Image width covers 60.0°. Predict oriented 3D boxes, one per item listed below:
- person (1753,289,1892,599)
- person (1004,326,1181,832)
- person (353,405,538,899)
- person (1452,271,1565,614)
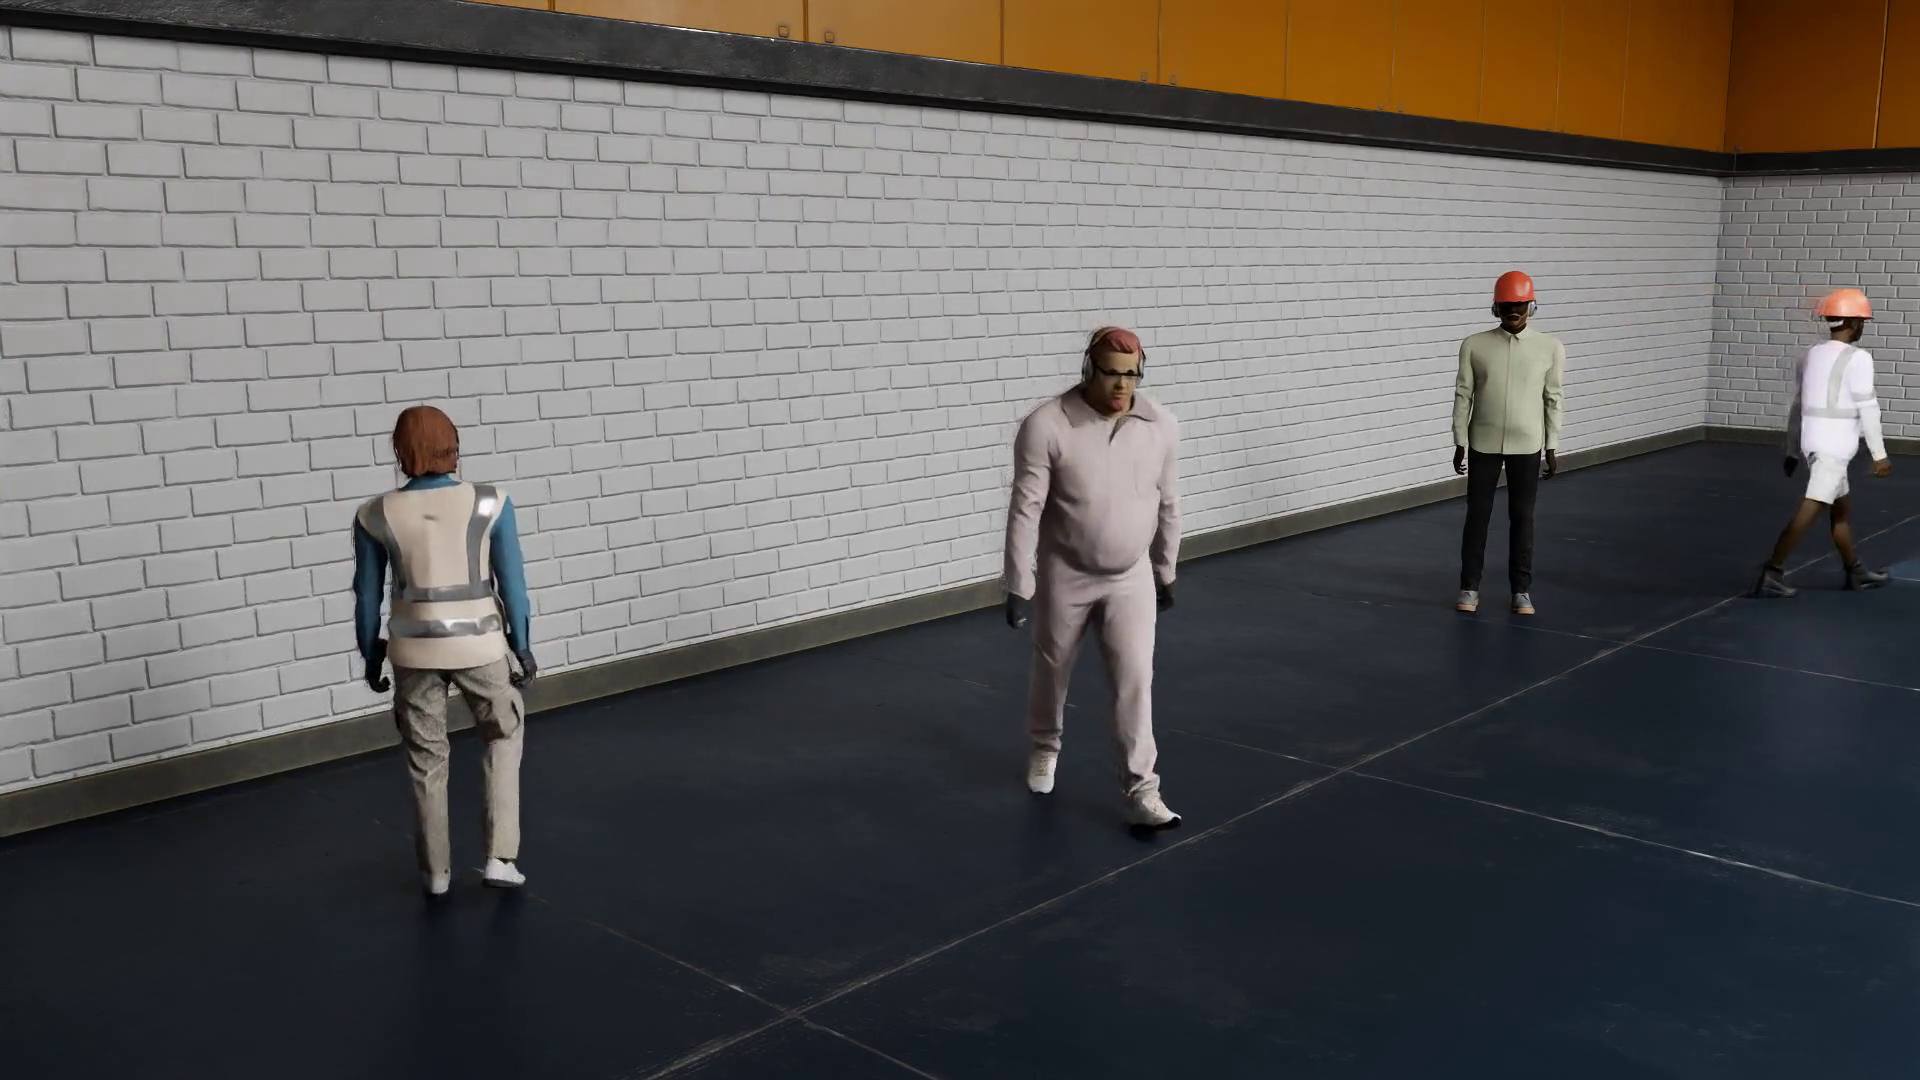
[{"bbox_3d":[5.305,-0.574,10.120,1.009,1.889,0.551,-1,10,-7],"label":"person"},{"bbox_3d":[0.507,0.132,6.200,0.724,1.839,1.021,-2,10,-13],"label":"person"},{"bbox_3d":[-1.657,0.381,5.371,0.558,1.632,0.354,-1,10,-8],"label":"person"},{"bbox_3d":[3.183,-0.560,9.703,0.612,1.995,0.382,3,10,15],"label":"person"}]
